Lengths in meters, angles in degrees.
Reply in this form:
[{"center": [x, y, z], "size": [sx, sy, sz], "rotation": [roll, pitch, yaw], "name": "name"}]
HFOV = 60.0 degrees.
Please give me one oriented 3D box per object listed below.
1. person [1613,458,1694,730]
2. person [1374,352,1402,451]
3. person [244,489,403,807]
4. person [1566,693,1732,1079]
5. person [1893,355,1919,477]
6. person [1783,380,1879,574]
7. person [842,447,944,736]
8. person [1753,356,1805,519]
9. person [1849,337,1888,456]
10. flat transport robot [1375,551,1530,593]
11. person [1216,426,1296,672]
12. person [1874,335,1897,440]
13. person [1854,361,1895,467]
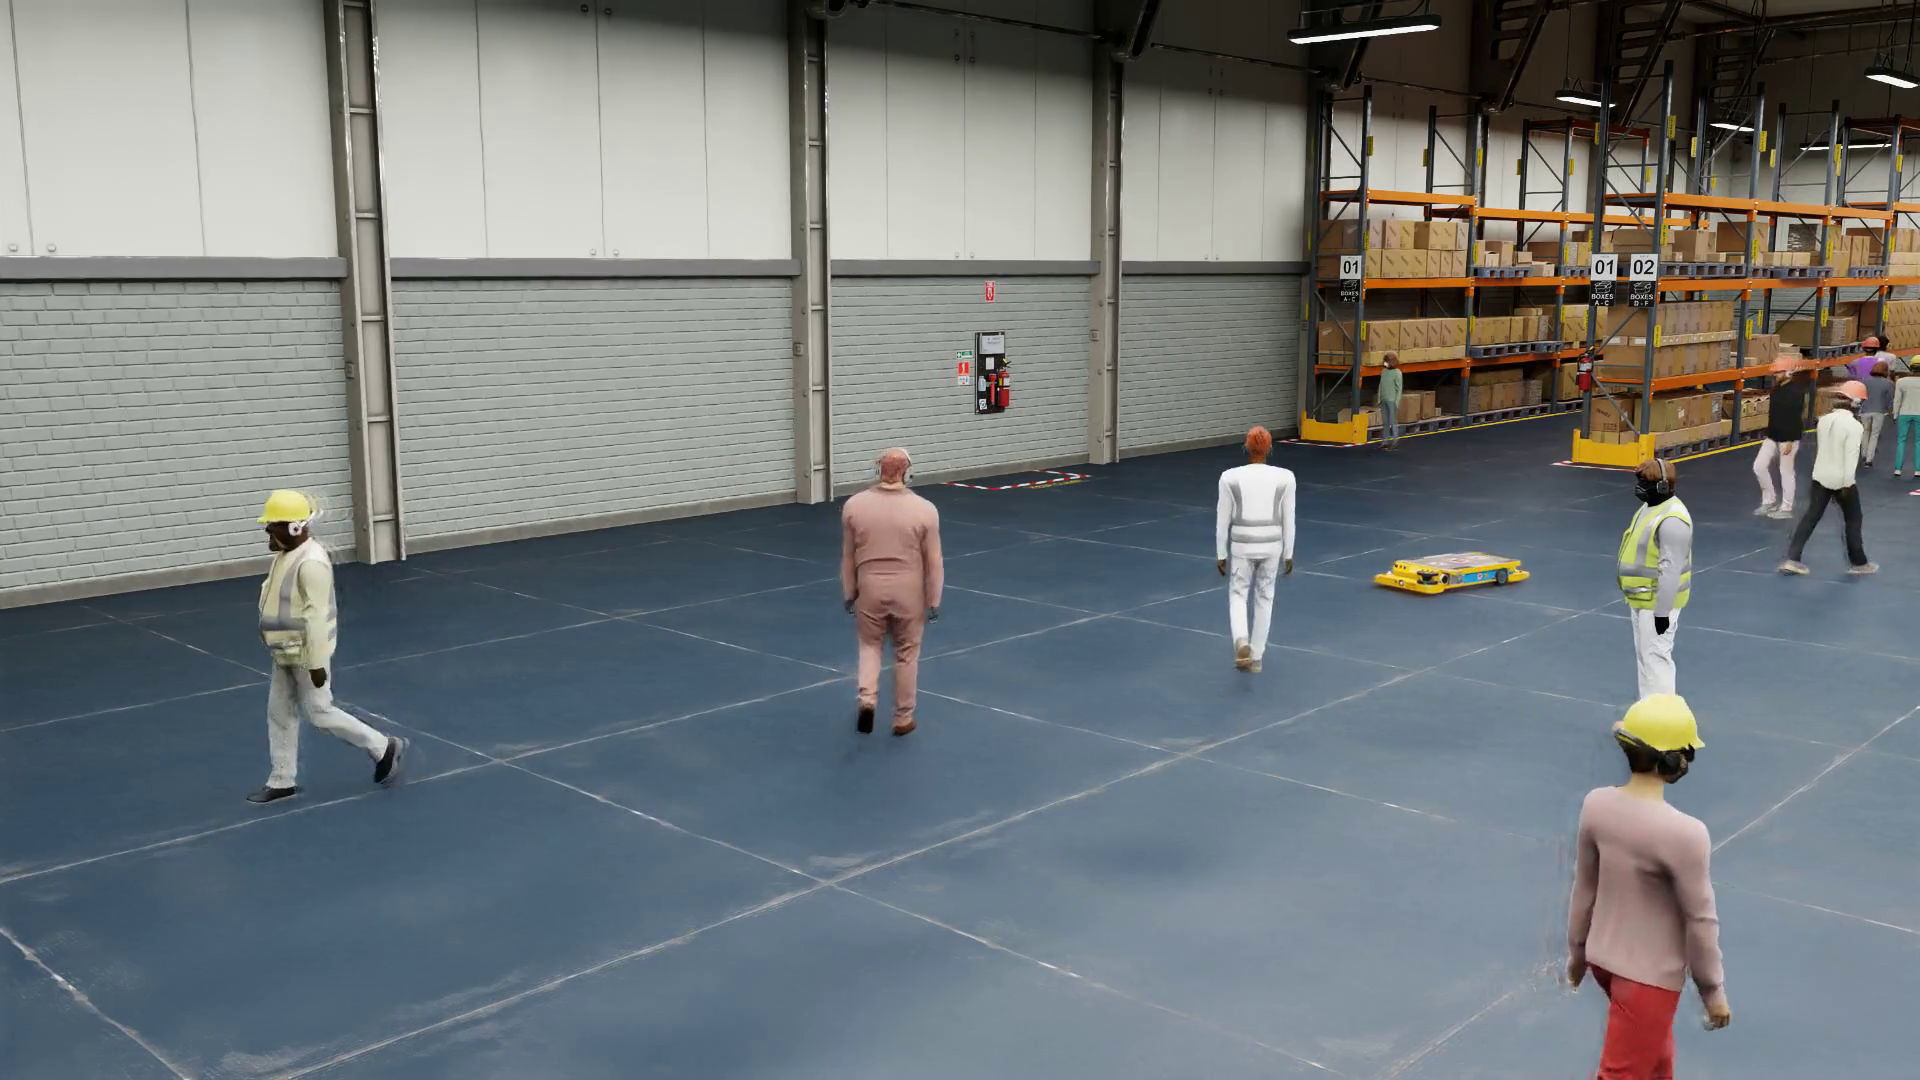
[{"center": [4.415, 0.392, 10.614], "size": [0.430, 1.838, 0.632], "rotation": [2, 9, 10], "name": "person"}, {"center": [7.124, -2.299, 27.607], "size": [0.268, 1.630, 0.507], "rotation": [-4, 10, -24], "name": "person"}, {"center": [-3.662, 0.596, 9.453], "size": [0.791, 1.806, 0.600], "rotation": [-7, 12, -36], "name": "person"}, {"center": [2.063, 1.328, 5.204], "size": [0.882, 1.730, 0.518], "rotation": [-2, 10, -12], "name": "person"}, {"center": [13.852, -1.799, 24.159], "size": [0.535, 1.766, 0.321], "rotation": [7, 12, 37], "name": "person"}, {"center": [8.599, -0.603, 16.363], "size": [1.019, 1.945, 0.610], "rotation": [-3, 10, -15], "name": "person"}, {"center": [-0.430, 0.348, 10.665], "size": [0.674, 1.894, 0.492], "rotation": [2, 9, 11], "name": "person"}, {"center": [9.877, -1.228, 20.049], "size": [0.532, 1.975, 0.615], "rotation": [-2, 9, -11], "name": "person"}, {"center": [14.721, -2.330, 26.955], "size": [0.576, 1.904, 0.859], "rotation": [7, 12, 38], "name": "person"}, {"center": [4.724, 0.297, 15.923], "size": [1.431, 0.197, 0.652], "rotation": [-6, 11, -33], "name": "flat transport robot"}, {"center": [2.196, 0.090, 12.334], "size": [0.581, 1.867, 0.566], "rotation": [1, 9, 7], "name": "person"}, {"center": [16.131, -2.666, 29.167], "size": [0.517, 1.856, 0.461], "rotation": [8, 13, 42], "name": "person"}, {"center": [13.979, -1.924, 25.394], "size": [0.518, 1.600, 0.741], "rotation": [8, 12, 40], "name": "person"}]
